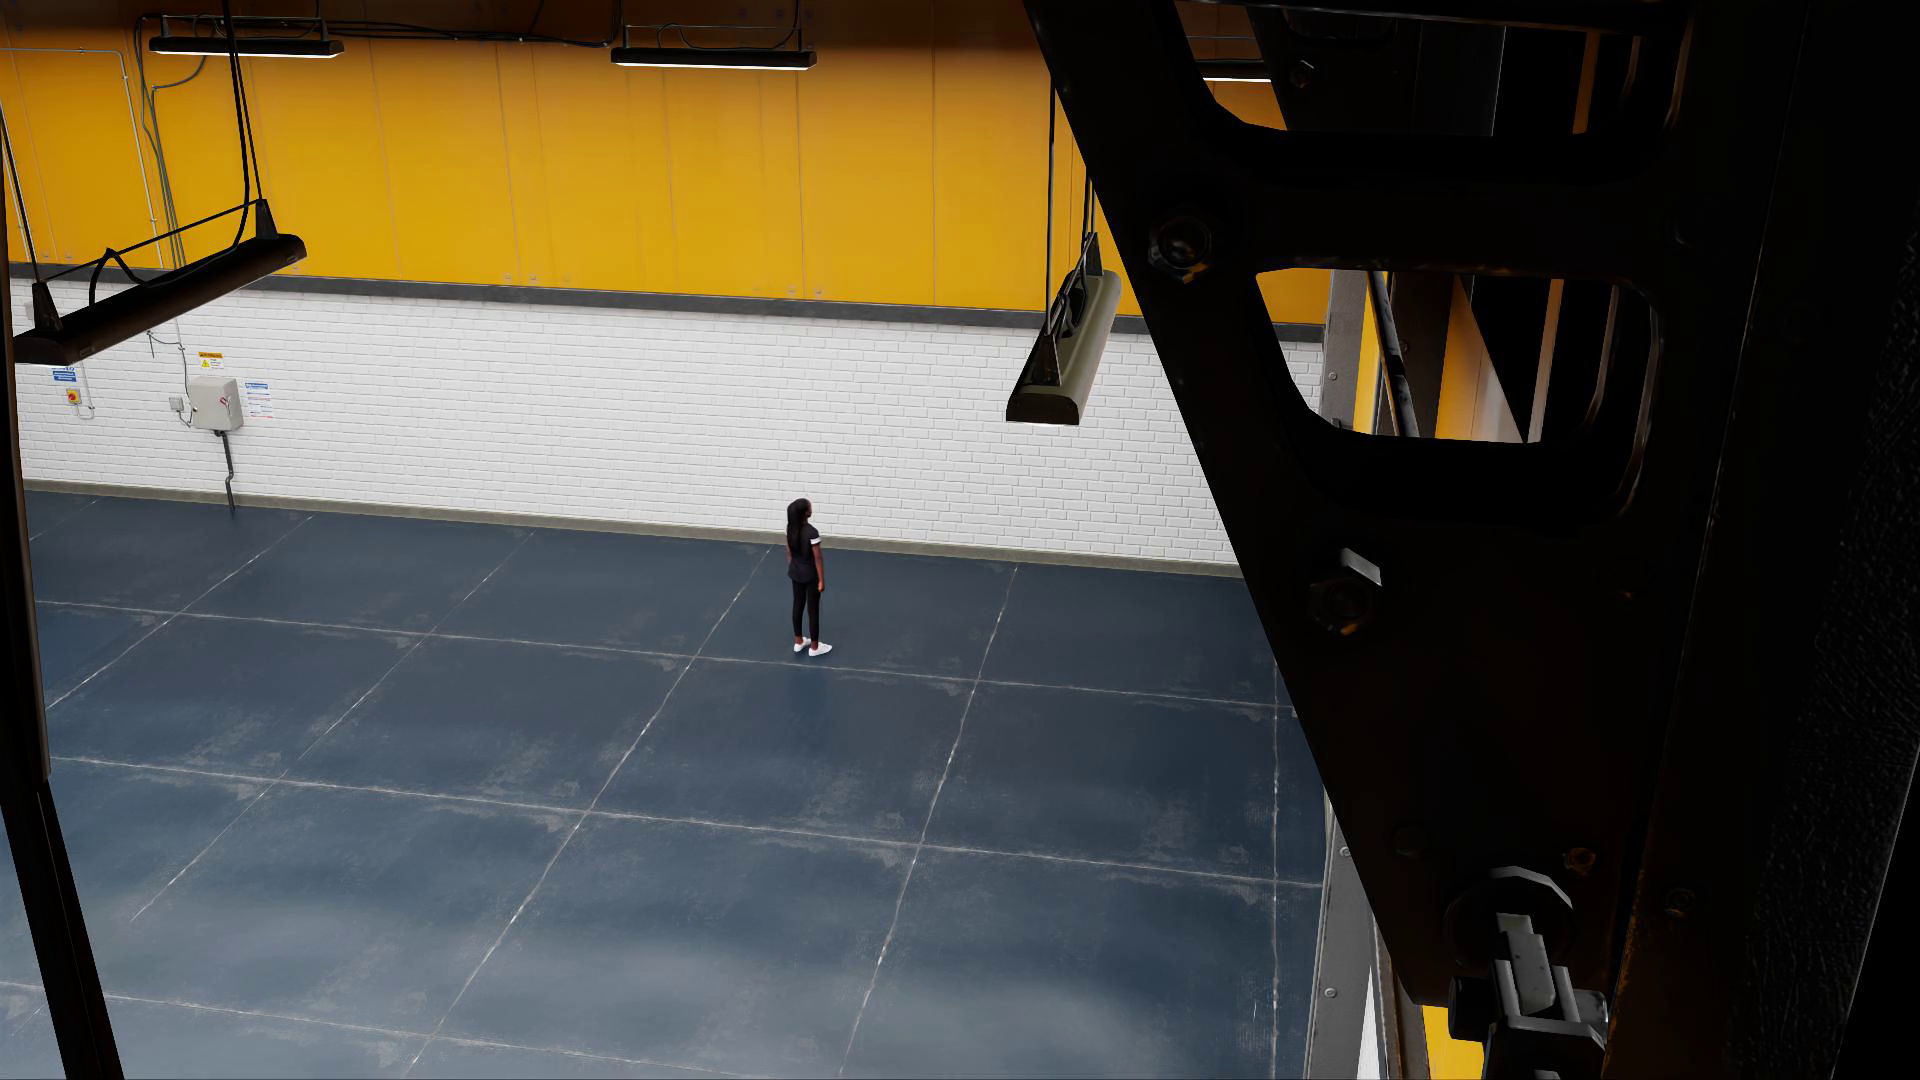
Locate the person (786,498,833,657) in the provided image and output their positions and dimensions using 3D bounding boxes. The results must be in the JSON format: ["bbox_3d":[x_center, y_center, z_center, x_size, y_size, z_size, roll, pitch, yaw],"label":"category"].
[{"bbox_3d":[-1.597,0.368,17.223,0.707,1.729,0.727,17,29,34],"label":"person"}]
